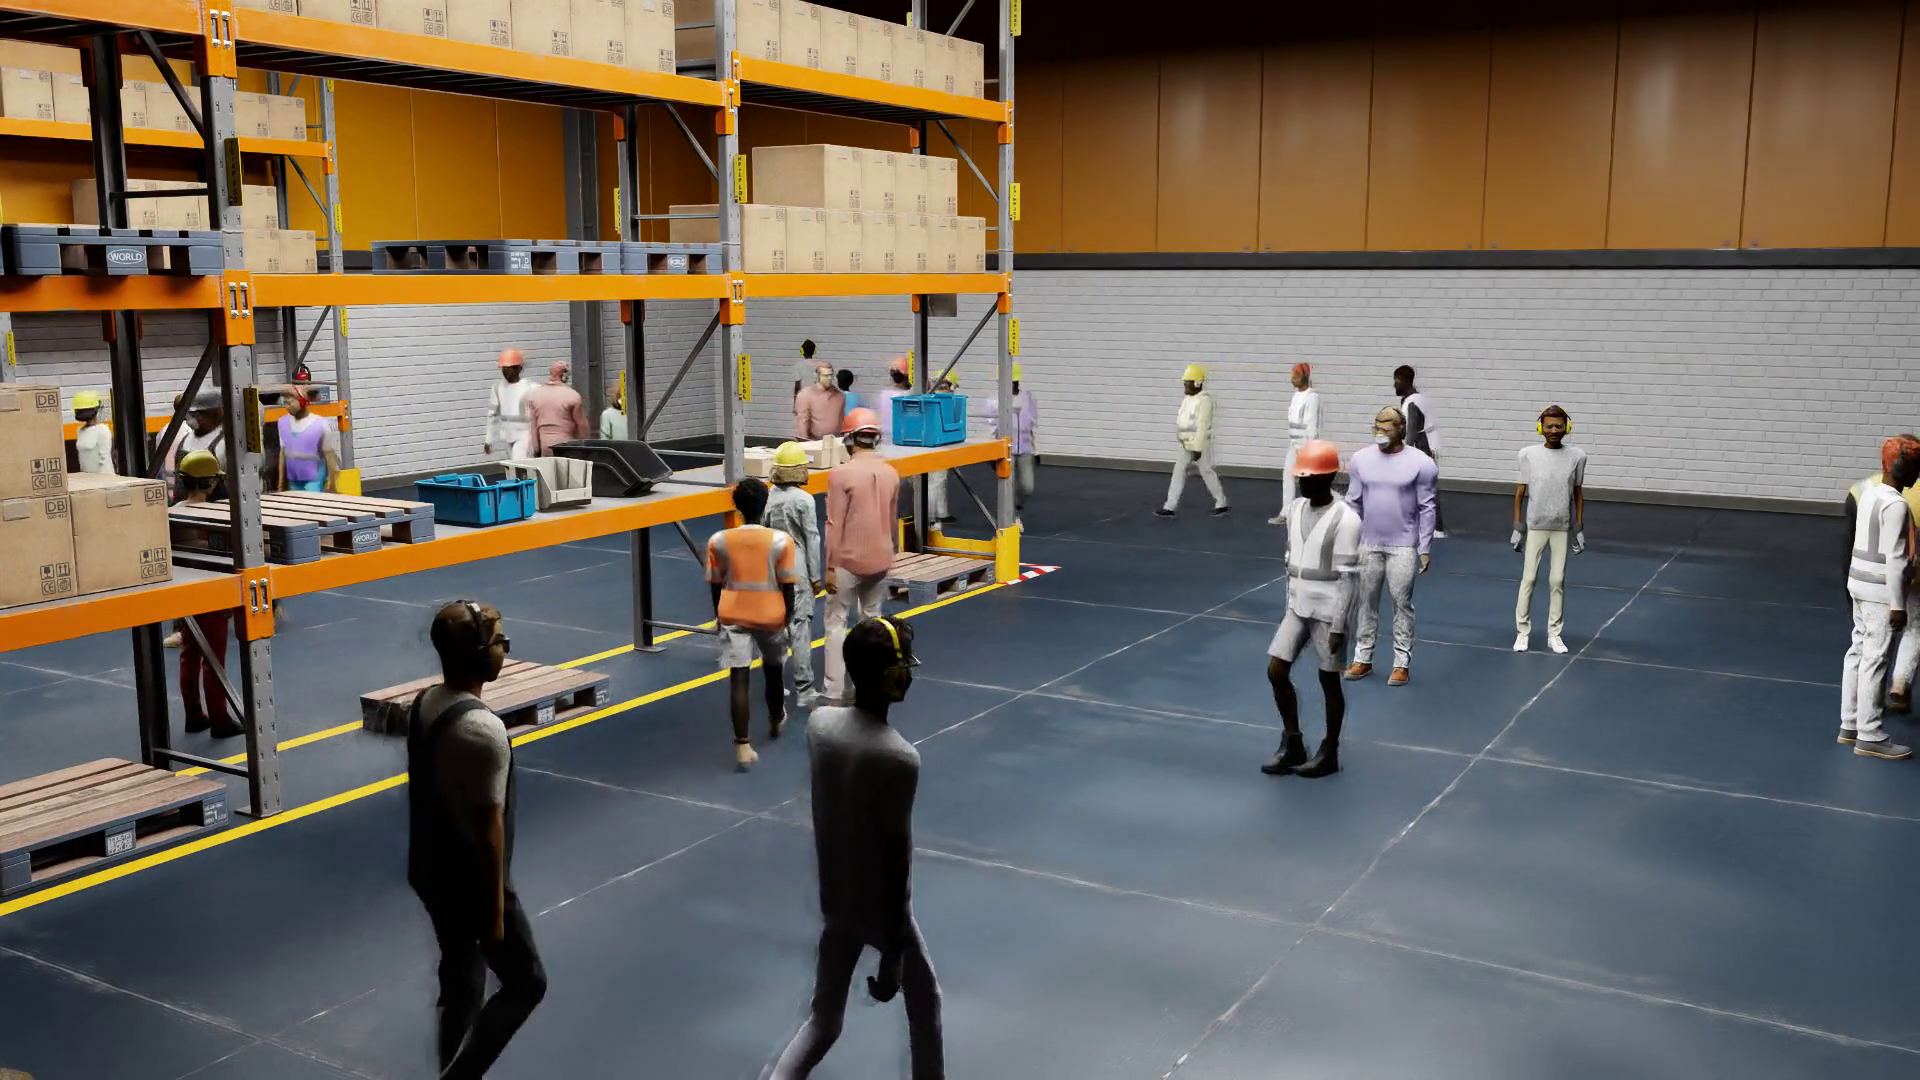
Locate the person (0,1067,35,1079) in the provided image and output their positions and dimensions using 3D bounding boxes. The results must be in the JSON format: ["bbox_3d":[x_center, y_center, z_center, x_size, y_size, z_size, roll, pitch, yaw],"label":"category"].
[{"bbox_3d":[-1.167,1.553,2.041,0.362,1.939,0.635,-4,10,-25],"label":"person"}]

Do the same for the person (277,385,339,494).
[{"bbox_3d":[-6.059,-0.554,15.578,0.586,1.819,0.683,4,10,21],"label":"person"}]

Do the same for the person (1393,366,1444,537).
[{"bbox_3d":[4.845,-0.933,17.806,0.828,1.853,0.606,1,9,5],"label":"person"}]

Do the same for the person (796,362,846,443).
[{"bbox_3d":[-1.592,-1.094,18.811,0.650,1.869,0.961,-6,11,-31],"label":"person"}]

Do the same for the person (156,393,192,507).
[{"bbox_3d":[-6.507,-0.341,14.171,0.622,1.844,0.429,4,10,26],"label":"person"}]

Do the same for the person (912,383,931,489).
[{"bbox_3d":[-0.391,-1.084,19.475,0.518,1.620,0.438,7,12,38],"label":"person"}]

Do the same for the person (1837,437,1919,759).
[{"bbox_3d":[5.451,0.332,9.831,0.361,1.886,0.574,2,9,12],"label":"person"}]

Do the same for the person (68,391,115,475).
[{"bbox_3d":[-8.114,-0.518,15.581,0.528,1.754,0.435,5,10,29],"label":"person"}]

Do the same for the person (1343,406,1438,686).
[{"bbox_3d":[2.961,0.037,11.510,0.634,1.936,0.351,6,11,33],"label":"person"}]

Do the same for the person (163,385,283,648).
[{"bbox_3d":[-5.765,-0.237,12.900,0.677,2.000,0.989,3,9,16],"label":"person"}]

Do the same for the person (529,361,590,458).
[{"bbox_3d":[-4.370,-1.019,18.269,0.653,1.891,0.464,4,10,24],"label":"person"}]

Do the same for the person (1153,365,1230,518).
[{"bbox_3d":[2.741,-1.132,19.288,0.921,1.789,0.609,-3,10,-17],"label":"person"}]

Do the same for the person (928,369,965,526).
[{"bbox_3d":[-0.167,-1.000,18.461,0.748,1.779,0.610,-9,13,-44],"label":"person"}]

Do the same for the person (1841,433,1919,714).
[{"bbox_3d":[5.969,0.235,10.605,0.653,1.829,0.443,6,11,33],"label":"person"}]

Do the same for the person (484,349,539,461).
[{"bbox_3d":[-5.070,-1.162,18.848,0.636,1.982,1.070,4,10,22],"label":"person"}]

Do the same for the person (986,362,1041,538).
[{"bbox_3d":[0.582,-0.964,17.851,0.611,1.902,0.415,-4,10,-22],"label":"person"}]

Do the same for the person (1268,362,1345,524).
[{"bbox_3d":[3.961,-1.084,18.805,0.836,1.856,0.583,-2,9,-11],"label":"person"}]

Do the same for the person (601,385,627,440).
[{"bbox_3d":[-3.836,-0.983,18.989,0.511,1.576,0.882,-3,9,-16],"label":"person"}]

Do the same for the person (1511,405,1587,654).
[{"bbox_3d":[4.408,-0.079,12.445,0.537,1.869,0.312,1,9,9],"label":"person"}]

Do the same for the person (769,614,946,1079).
[{"bbox_3d":[-0.334,1.125,5.074,0.520,1.825,0.948,8,12,40],"label":"person"}]

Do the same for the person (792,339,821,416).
[{"bbox_3d":[-2.230,-2.022,24.579,0.532,1.869,0.311,-5,10,-26],"label":"person"}]

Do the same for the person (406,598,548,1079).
[{"bbox_3d":[-1.564,1.091,5.286,0.522,1.832,0.430,8,12,41],"label":"person"}]

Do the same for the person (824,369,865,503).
[{"bbox_3d":[-1.436,-1.243,20.303,0.561,1.670,0.672,-5,10,-30],"label":"person"}]

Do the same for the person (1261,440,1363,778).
[{"bbox_3d":[1.925,0.403,9.272,0.594,1.918,0.582,-6,11,-33],"label":"person"}]

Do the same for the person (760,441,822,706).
[{"bbox_3d":[-1.112,0.220,10.969,0.483,1.745,0.301,5,11,31],"label":"person"}]

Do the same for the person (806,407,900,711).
[{"bbox_3d":[-0.677,0.135,10.775,0.481,1.976,0.625,9,13,44],"label":"person"}]

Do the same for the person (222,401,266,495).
[{"bbox_3d":[-6.898,-0.688,16.035,0.367,1.940,0.634,0,9,-1],"label":"person"}]

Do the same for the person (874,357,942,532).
[{"bbox_3d":[-0.606,-0.903,17.268,0.612,1.976,1.087,6,11,35],"label":"person"}]

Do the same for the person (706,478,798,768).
[{"bbox_3d":[-1.212,0.456,9.781,0.542,1.642,0.891,0,9,-1],"label":"person"}]

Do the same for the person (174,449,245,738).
[{"bbox_3d":[-4.637,0.327,10.236,0.526,1.769,0.328,6,11,34],"label":"person"}]
